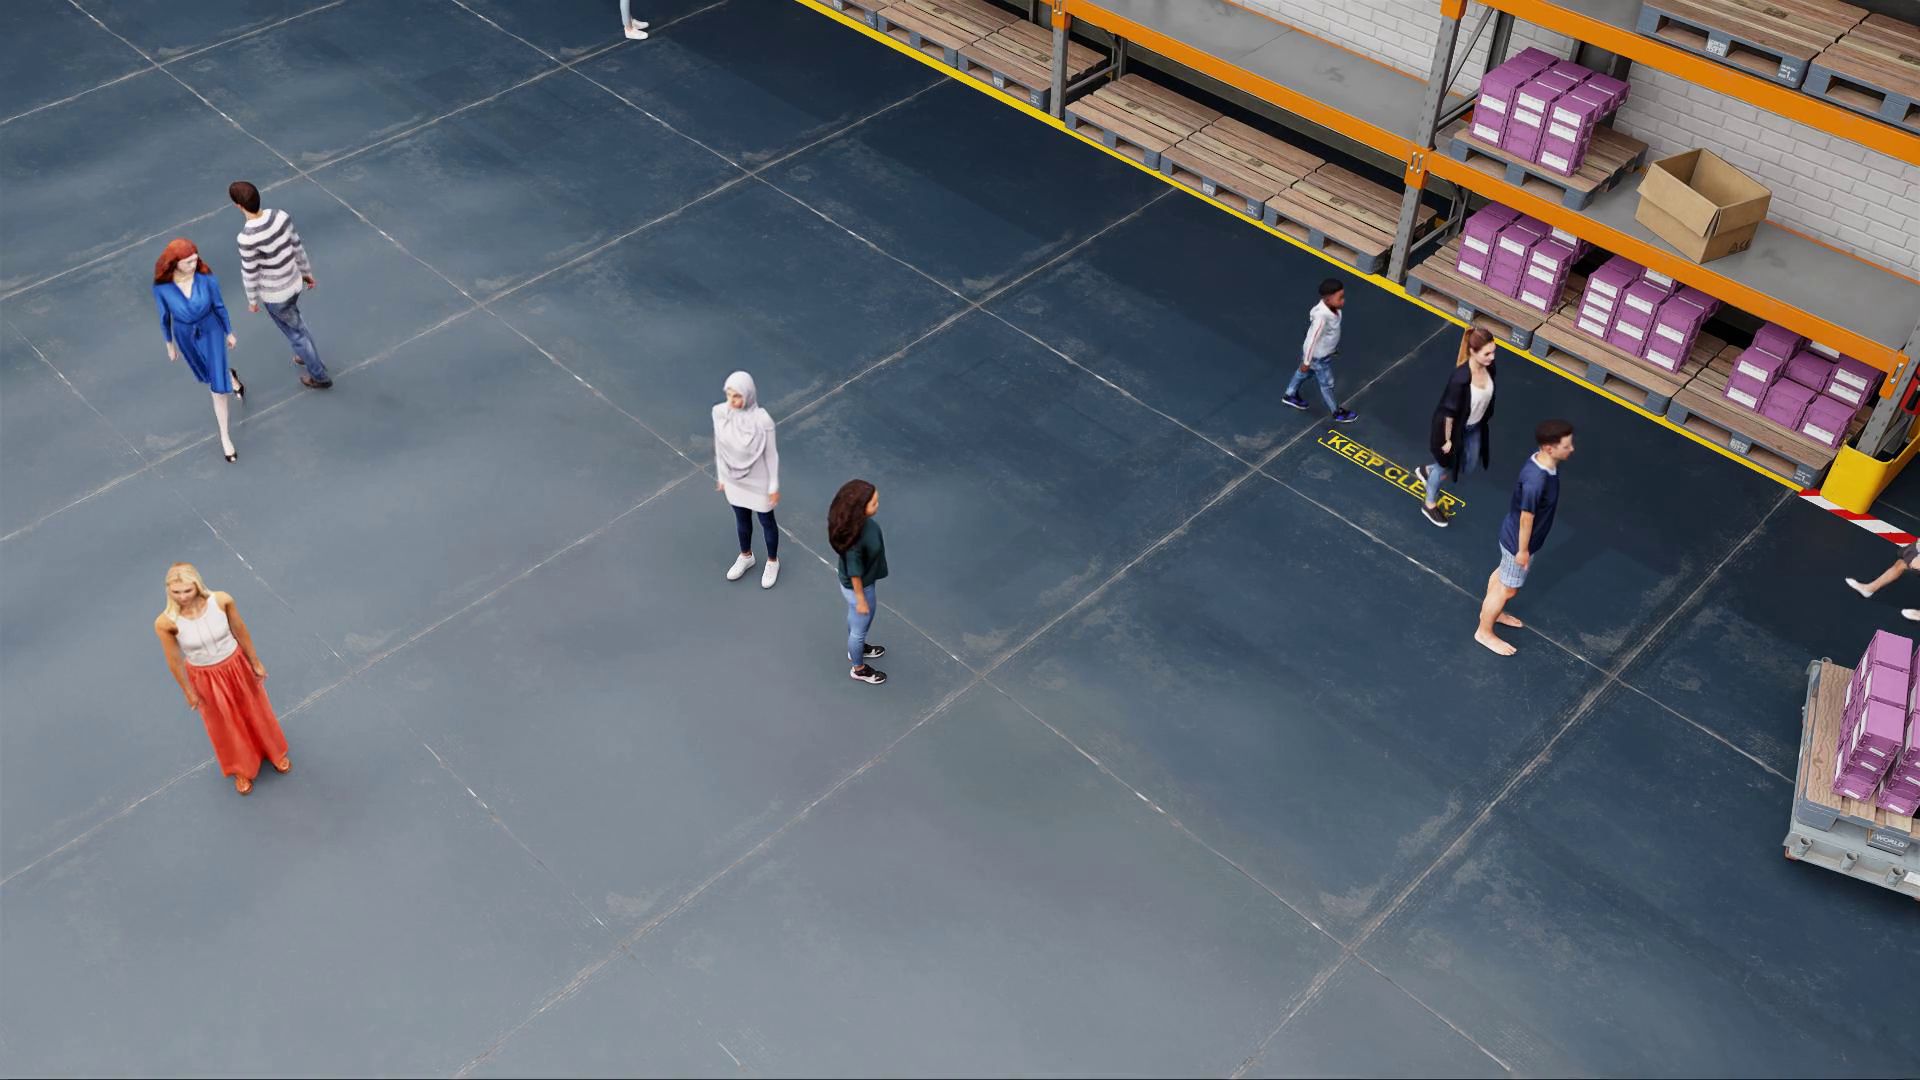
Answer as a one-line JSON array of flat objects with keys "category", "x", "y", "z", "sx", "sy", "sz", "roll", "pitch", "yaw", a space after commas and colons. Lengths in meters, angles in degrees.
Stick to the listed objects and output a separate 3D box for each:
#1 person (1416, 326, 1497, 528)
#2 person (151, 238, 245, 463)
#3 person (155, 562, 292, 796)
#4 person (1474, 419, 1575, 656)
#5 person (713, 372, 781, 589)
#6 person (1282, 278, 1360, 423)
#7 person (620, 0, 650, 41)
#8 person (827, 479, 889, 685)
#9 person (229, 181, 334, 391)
[{"category": "person", "x": 3.460, "y": -0.840, "z": 11.786, "sx": 0.709, "sy": 1.673, "sz": 0.807, "roll": -23, "pitch": 48, "yaw": -22}, {"category": "person", "x": -5.641, "y": -1.508, "z": 12.415, "sx": 1.007, "sy": 1.773, "sz": 1.230, "roll": -9, "pitch": 44, "yaw": -9}, {"category": "person", "x": -4.439, "y": 0.793, "z": 9.977, "sx": 0.652, "sy": 1.803, "sz": 0.617, "roll": -28, "pitch": 50, "yaw": -26}, {"category": "person", "x": 3.666, "y": -0.046, "z": 10.823, "sx": 0.673, "sy": 1.852, "sz": 0.688, "roll": 18, "pitch": 46, "yaw": 18}, {"category": "person", "x": -1.422, "y": -0.422, "z": 11.273, "sx": 0.602, "sy": 1.775, "sz": 0.740, "roll": 15, "pitch": 46, "yaw": 15}, {"category": "person", "x": 2.710, "y": -1.481, "z": 12.780, "sx": 0.910, "sy": 1.230, "sz": 0.669, "roll": 19, "pitch": 47, "yaw": 19}, {"category": "person", "x": -3.487, "y": -6.051, "z": 17.233, "sx": 0.742, "sy": 1.705, "sz": 0.657, "roll": -4, "pitch": 44, "yaw": -4}, {"category": "person", "x": -0.650, "y": 0.254, "z": 10.679, "sx": 0.774, "sy": 1.616, "sz": 0.710, "roll": -2, "pitch": 44, "yaw": -2}, {"category": "person", "x": -5.140, "y": -1.913, "z": 12.797, "sx": 0.833, "sy": 1.832, "sz": 0.796, "roll": 17, "pitch": 46, "yaw": 17}]
